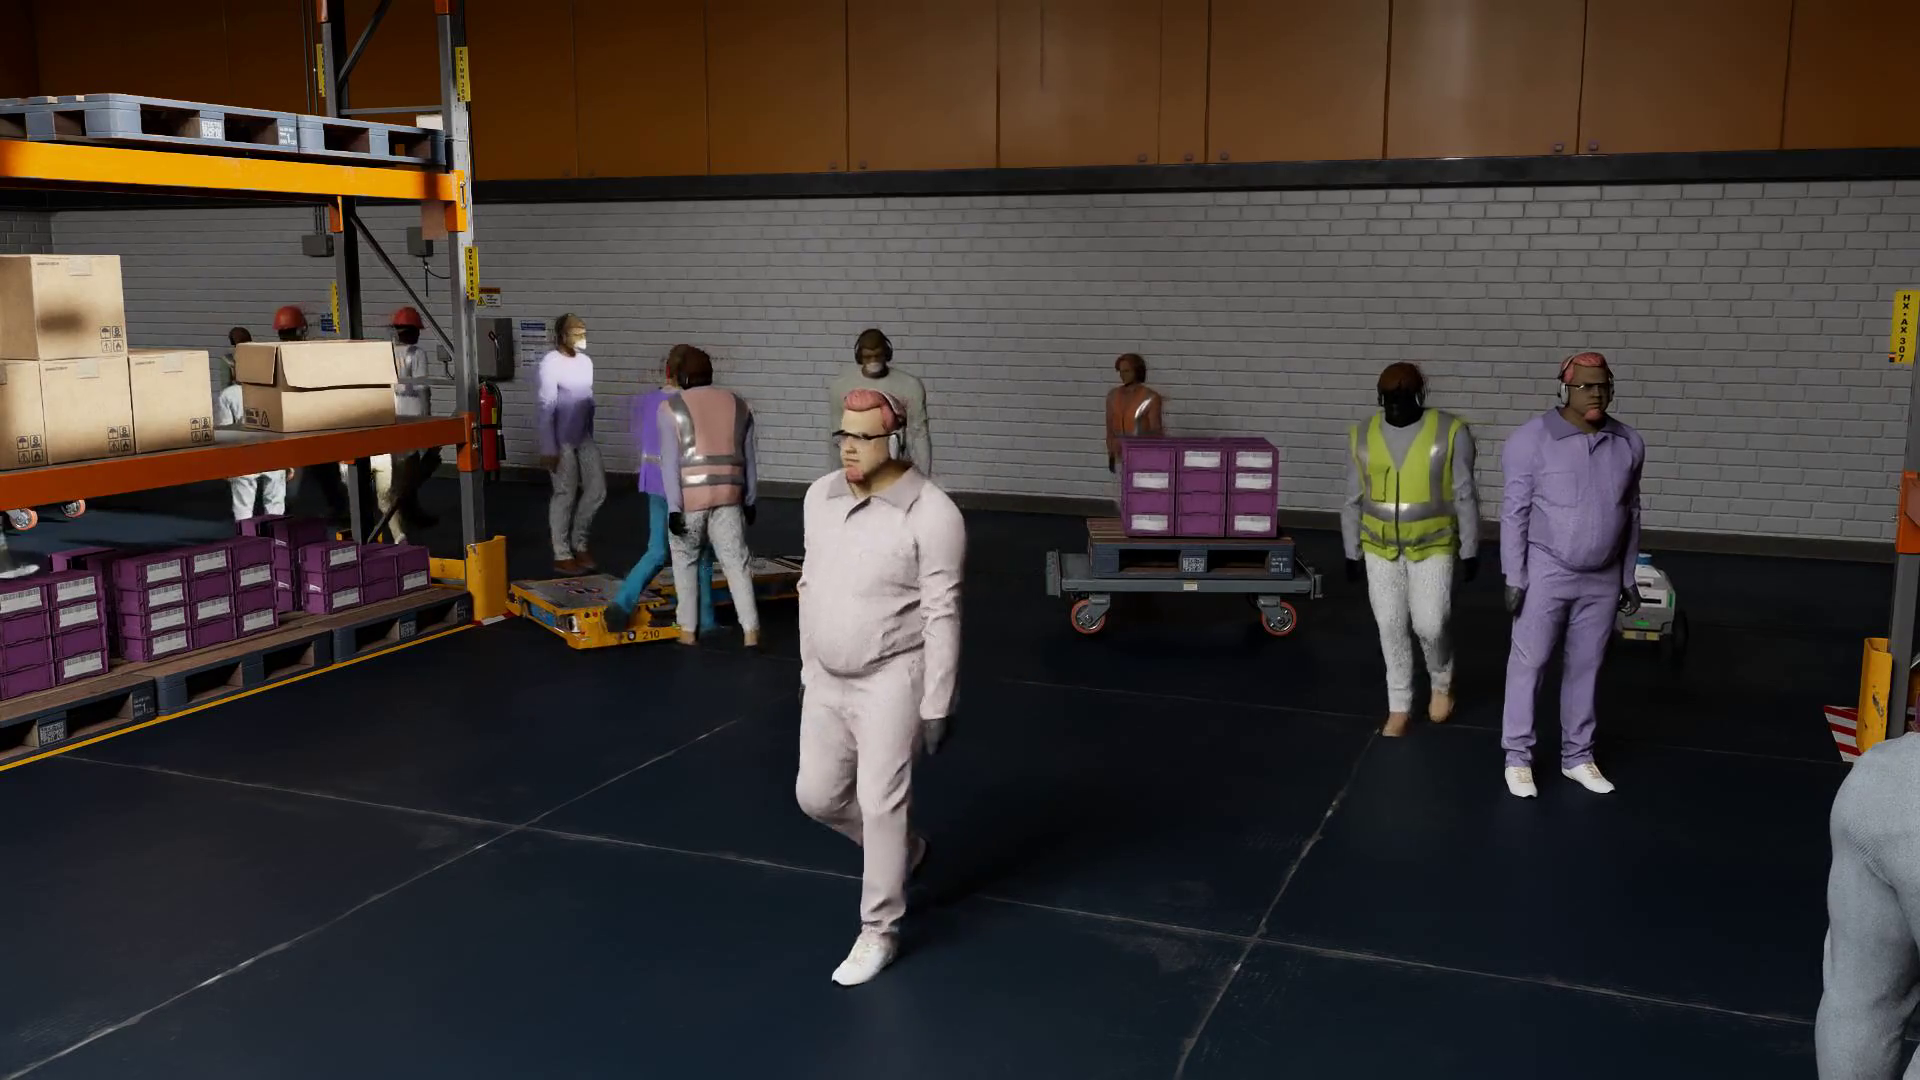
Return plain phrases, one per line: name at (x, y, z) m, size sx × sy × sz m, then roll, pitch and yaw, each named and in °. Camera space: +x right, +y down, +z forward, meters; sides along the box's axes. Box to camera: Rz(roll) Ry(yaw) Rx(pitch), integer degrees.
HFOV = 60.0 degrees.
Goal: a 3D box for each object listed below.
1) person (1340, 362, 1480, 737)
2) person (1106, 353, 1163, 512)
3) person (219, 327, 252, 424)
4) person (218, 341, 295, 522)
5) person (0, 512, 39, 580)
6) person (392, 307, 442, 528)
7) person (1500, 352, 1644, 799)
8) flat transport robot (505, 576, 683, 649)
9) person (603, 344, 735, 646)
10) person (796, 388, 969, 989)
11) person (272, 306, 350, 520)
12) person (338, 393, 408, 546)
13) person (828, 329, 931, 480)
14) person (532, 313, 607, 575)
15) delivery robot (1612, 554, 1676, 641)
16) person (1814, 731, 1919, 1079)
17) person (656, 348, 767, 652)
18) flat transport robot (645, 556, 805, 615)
person at (2.163, 0.047, 8.035) m, size 0.663 × 1.821 × 0.464 m, roll 6°, pitch 11°, yaw 30°
person at (1.383, -0.618, 12.646) m, size 0.531 × 1.622 × 0.577 m, roll 8°, pitch 12°, yaw 41°
person at (-7.374, -1.373, 17.175) m, size 0.310 × 1.638 × 0.523 m, roll 7°, pitch 12°, yaw 38°
person at (-5.058, -0.562, 11.989) m, size 0.493 × 1.731 × 0.495 m, roll -4°, pitch 10°, yaw -22°
person at (-6.998, -0.617, 11.767) m, size 0.617 × 1.904 × 0.732 m, roll 4°, pitch 10°, yaw 21°
person at (-4.757, -1.050, 14.374) m, size 0.572 × 1.915 × 0.494 m, roll 5°, pitch 11°, yaw 29°
person at (2.623, 0.154, 7.113) m, size 0.640 × 1.910 × 0.401 m, roll -1°, pitch 9°, yaw -8°
flat transport robot at (-2.318, 0.424, 10.420) m, size 0.652 × 0.197 × 1.431 m, roll -6°, pitch 11°, yaw -31°
person at (-1.754, -0.253, 9.902) m, size 0.609 × 1.815 × 0.813 m, roll 7°, pitch 11°, yaw 35°
person at (-0.254, 0.448, 5.354) m, size 0.648 × 1.892 × 0.533 m, roll 7°, pitch 12°, yaw 38°
person at (-5.748, -1.068, 14.481) m, size 0.644 × 1.929 × 1.083 m, roll 4°, pitch 10°, yaw 25°
person at (-4.368, -0.574, 12.395) m, size 0.510 × 1.612 × 0.619 m, roll -9°, pitch 13°, yaw -42°
person at (-0.522, -0.446, 10.880) m, size 0.660 × 1.883 × 1.036 m, roll 0°, pitch 9°, yaw -2°
person at (-2.844, -0.698, 12.205) m, size 0.453 × 1.922 × 0.672 m, roll 4°, pitch 10°, yaw 21°
delivery robot at (4.045, 0.324, 9.888) m, size 0.477 × 0.478 × 0.707 m, roll 3°, pitch 10°, yaw 18°
person at (1.520, 0.932, 2.306) m, size 0.631 × 1.939 × 0.369 m, roll 8°, pitch 12°, yaw 40°
person at (-1.436, -0.223, 9.792) m, size 0.646 × 1.800 × 0.806 m, roll -6°, pitch 11°, yaw -33°
flat transport robot at (-1.585, 0.298, 11.188) m, size 1.431 × 0.197 × 0.652 m, roll -6°, pitch 11°, yaw -31°
